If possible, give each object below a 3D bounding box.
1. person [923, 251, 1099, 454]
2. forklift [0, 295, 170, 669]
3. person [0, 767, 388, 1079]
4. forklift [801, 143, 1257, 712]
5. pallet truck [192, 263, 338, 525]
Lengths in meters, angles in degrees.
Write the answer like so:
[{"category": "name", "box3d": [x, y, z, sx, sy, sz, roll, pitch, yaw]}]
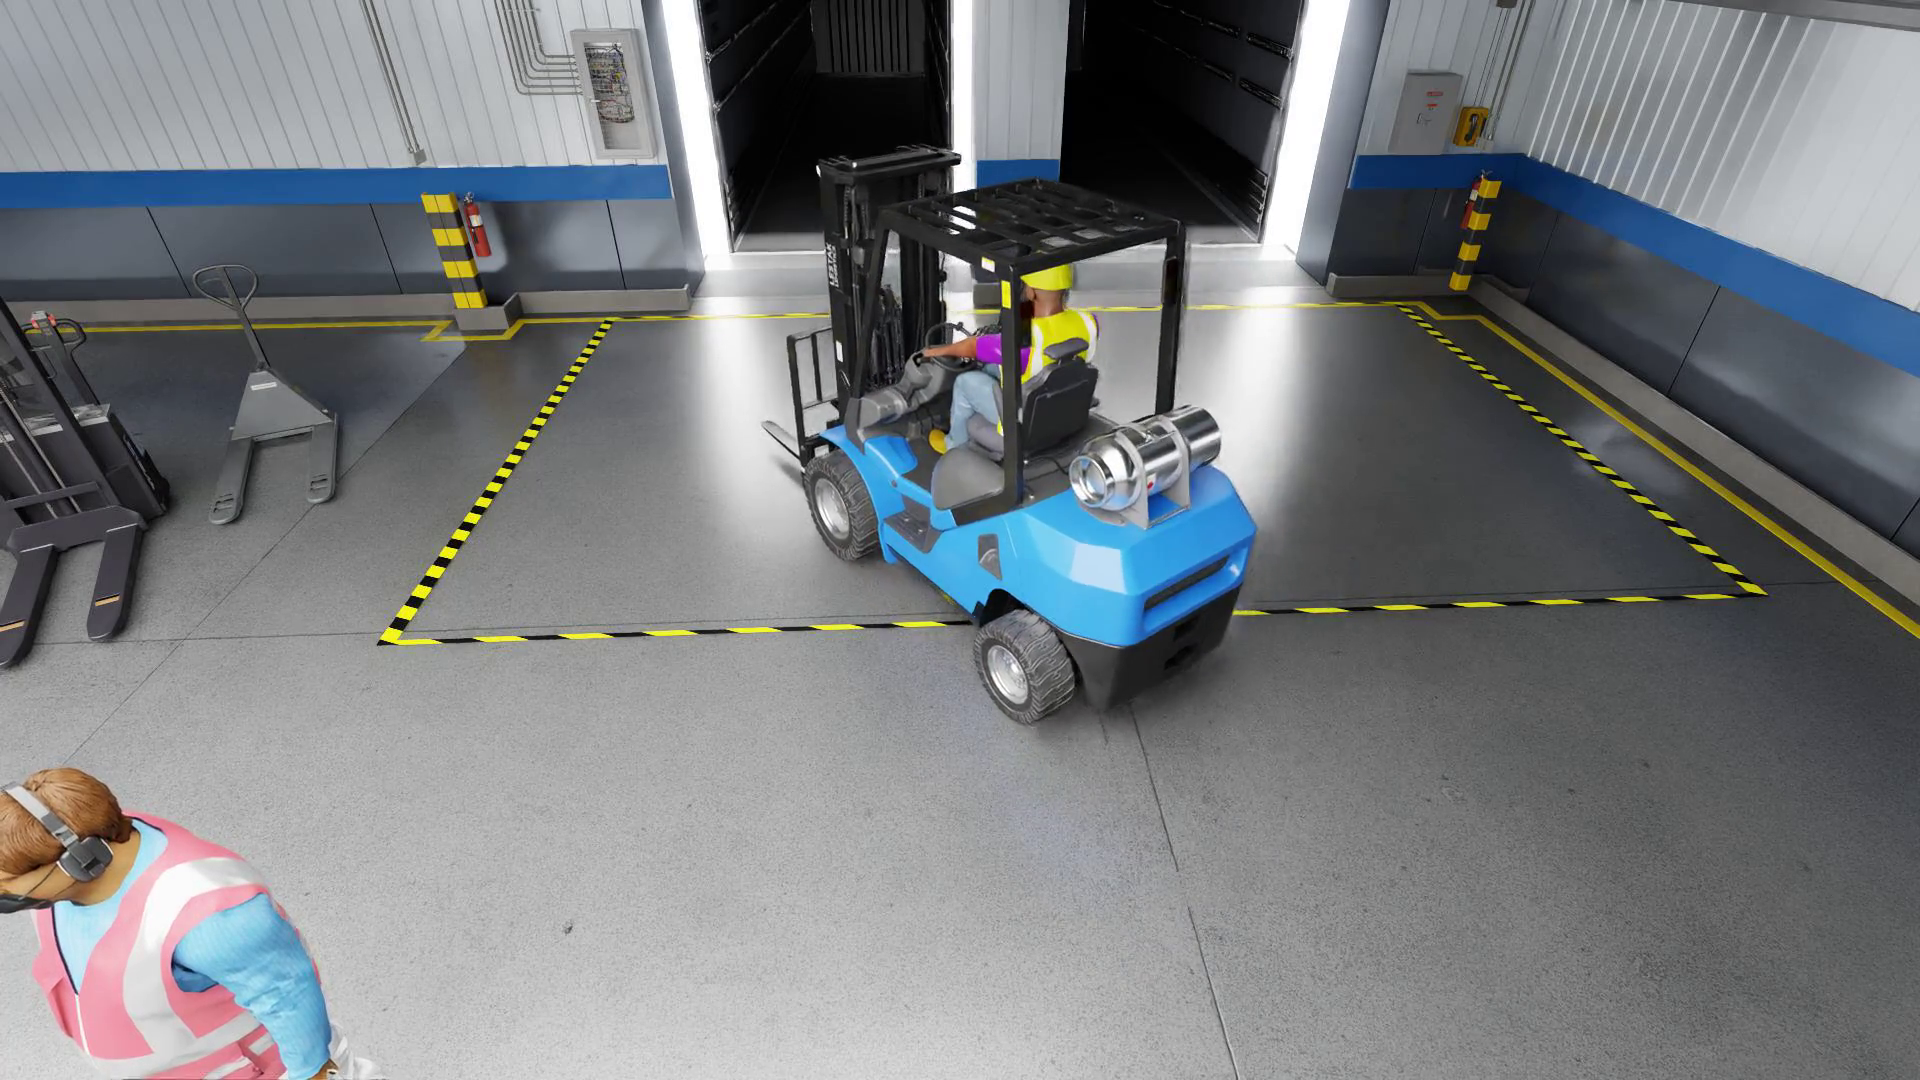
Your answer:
[{"category": "person", "box3d": [0.207, -0.903, 4.648, 0.635, 1.294, 1.004, -23, 41, -30]}, {"category": "forklift", "box3d": [-5.212, -0.618, 4.878, 0.823, 1.965, 1.885, -20, 39, -26]}, {"category": "person", "box3d": [-1.861, 1.249, 2.341, 0.627, 1.829, 0.429, 13, 37, 18]}, {"category": "forklift", "box3d": [0.237, -0.719, 4.713, 1.157, 2.036, 2.680, -23, 41, -30]}, {"category": "pallet truck", "box3d": [-4.778, -1.027, 6.128, 0.680, 1.201, 1.601, -17, 38, -23]}]
